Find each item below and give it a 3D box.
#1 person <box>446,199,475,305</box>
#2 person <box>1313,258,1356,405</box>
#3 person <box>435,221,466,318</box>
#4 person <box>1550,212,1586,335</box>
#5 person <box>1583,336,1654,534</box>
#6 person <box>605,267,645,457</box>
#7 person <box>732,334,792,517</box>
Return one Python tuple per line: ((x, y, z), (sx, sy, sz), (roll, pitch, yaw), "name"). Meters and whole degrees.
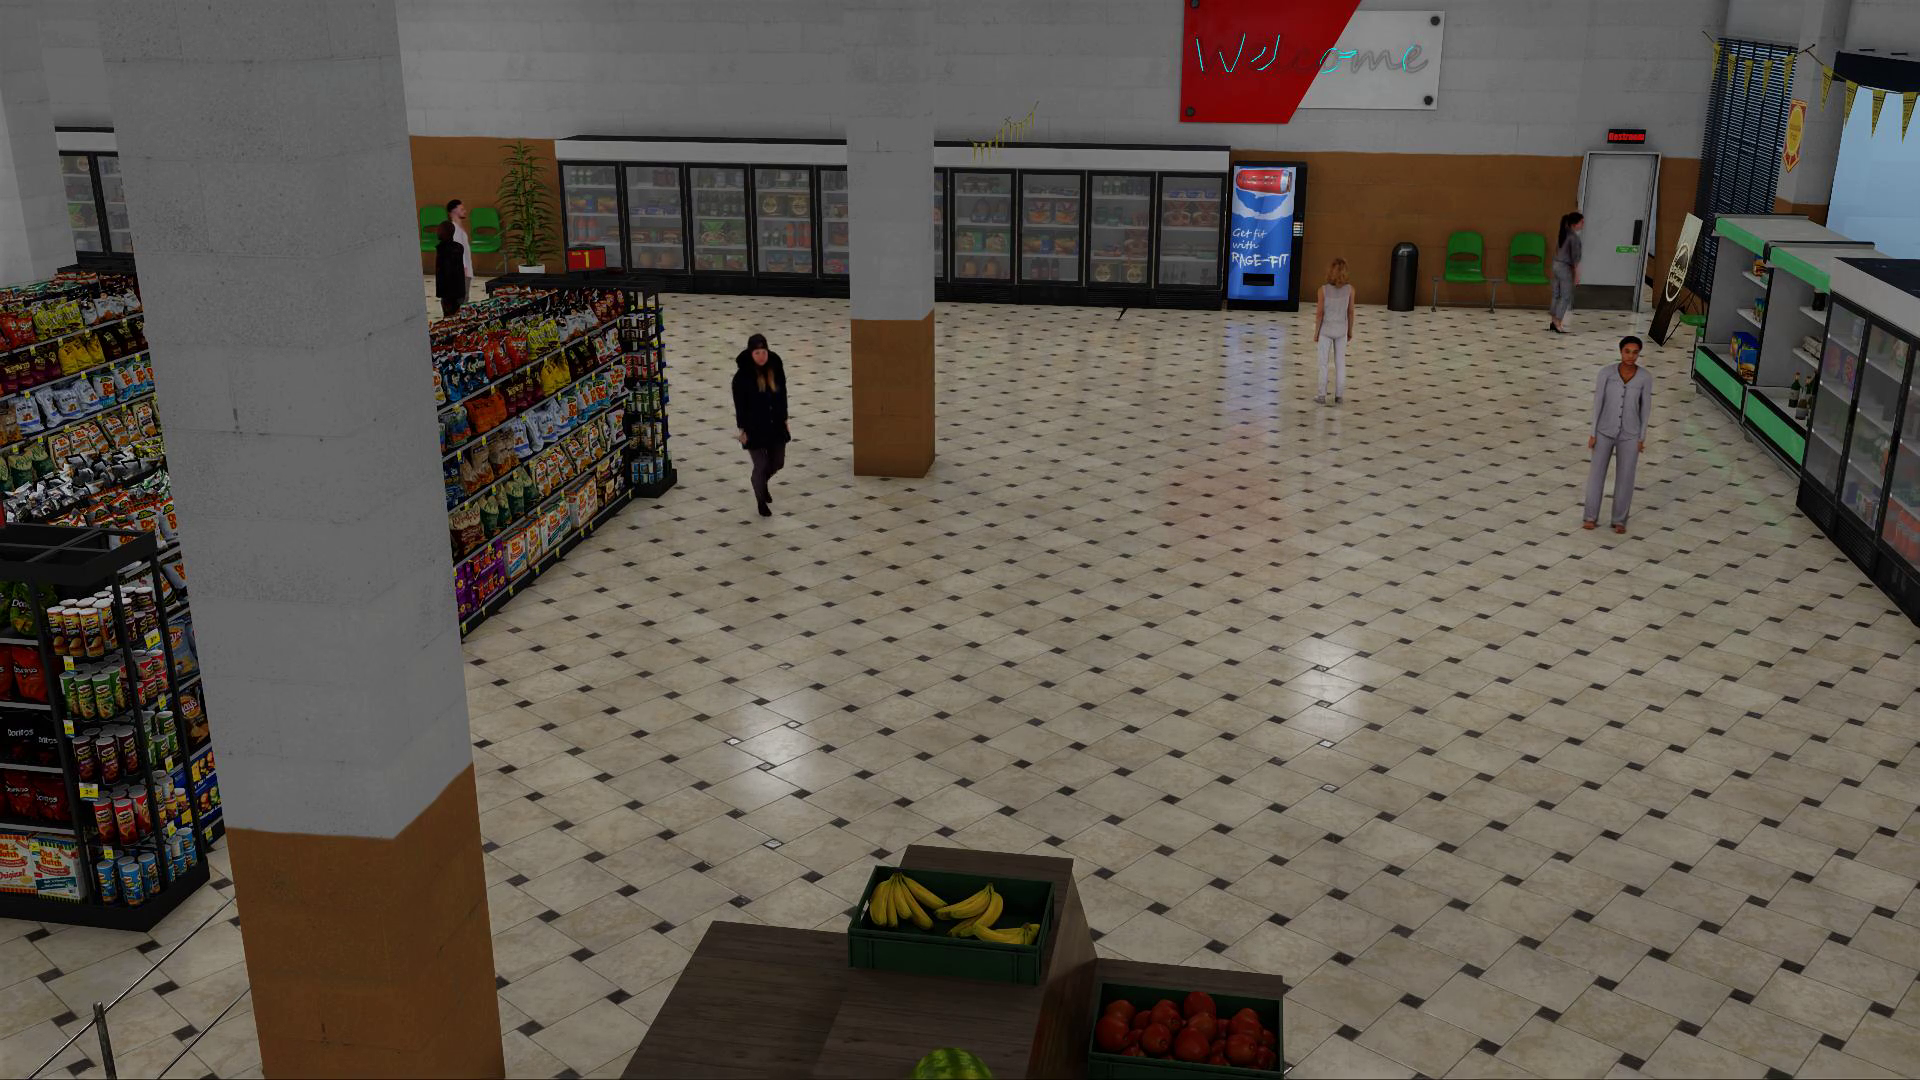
((-6.779, -3.710, 22.617), (0.810, 1.840, 0.670), (-6, 19, -16), "person")
((4.256, -2.386, 18.956), (0.623, 1.671, 0.590), (0, 19, 0), "person")
((-6.315, -3.072, 20.749), (0.837, 1.825, 0.675), (-3, 19, -9), "person")
((8.259, -3.675, 22.801), (0.858, 1.658, 0.680), (-9, 21, -26), "person")
((5.764, -0.944, 14.581), (0.665, 1.735, 0.616), (7, 20, 20), "person")
((-3.371, -1.742, 16.563), (0.905, 1.980, 0.707), (9, 21, 26), "person")
((-1.805, -1.043, 14.983), (0.860, 1.666, 0.922), (-11, 21, -29), "person")
